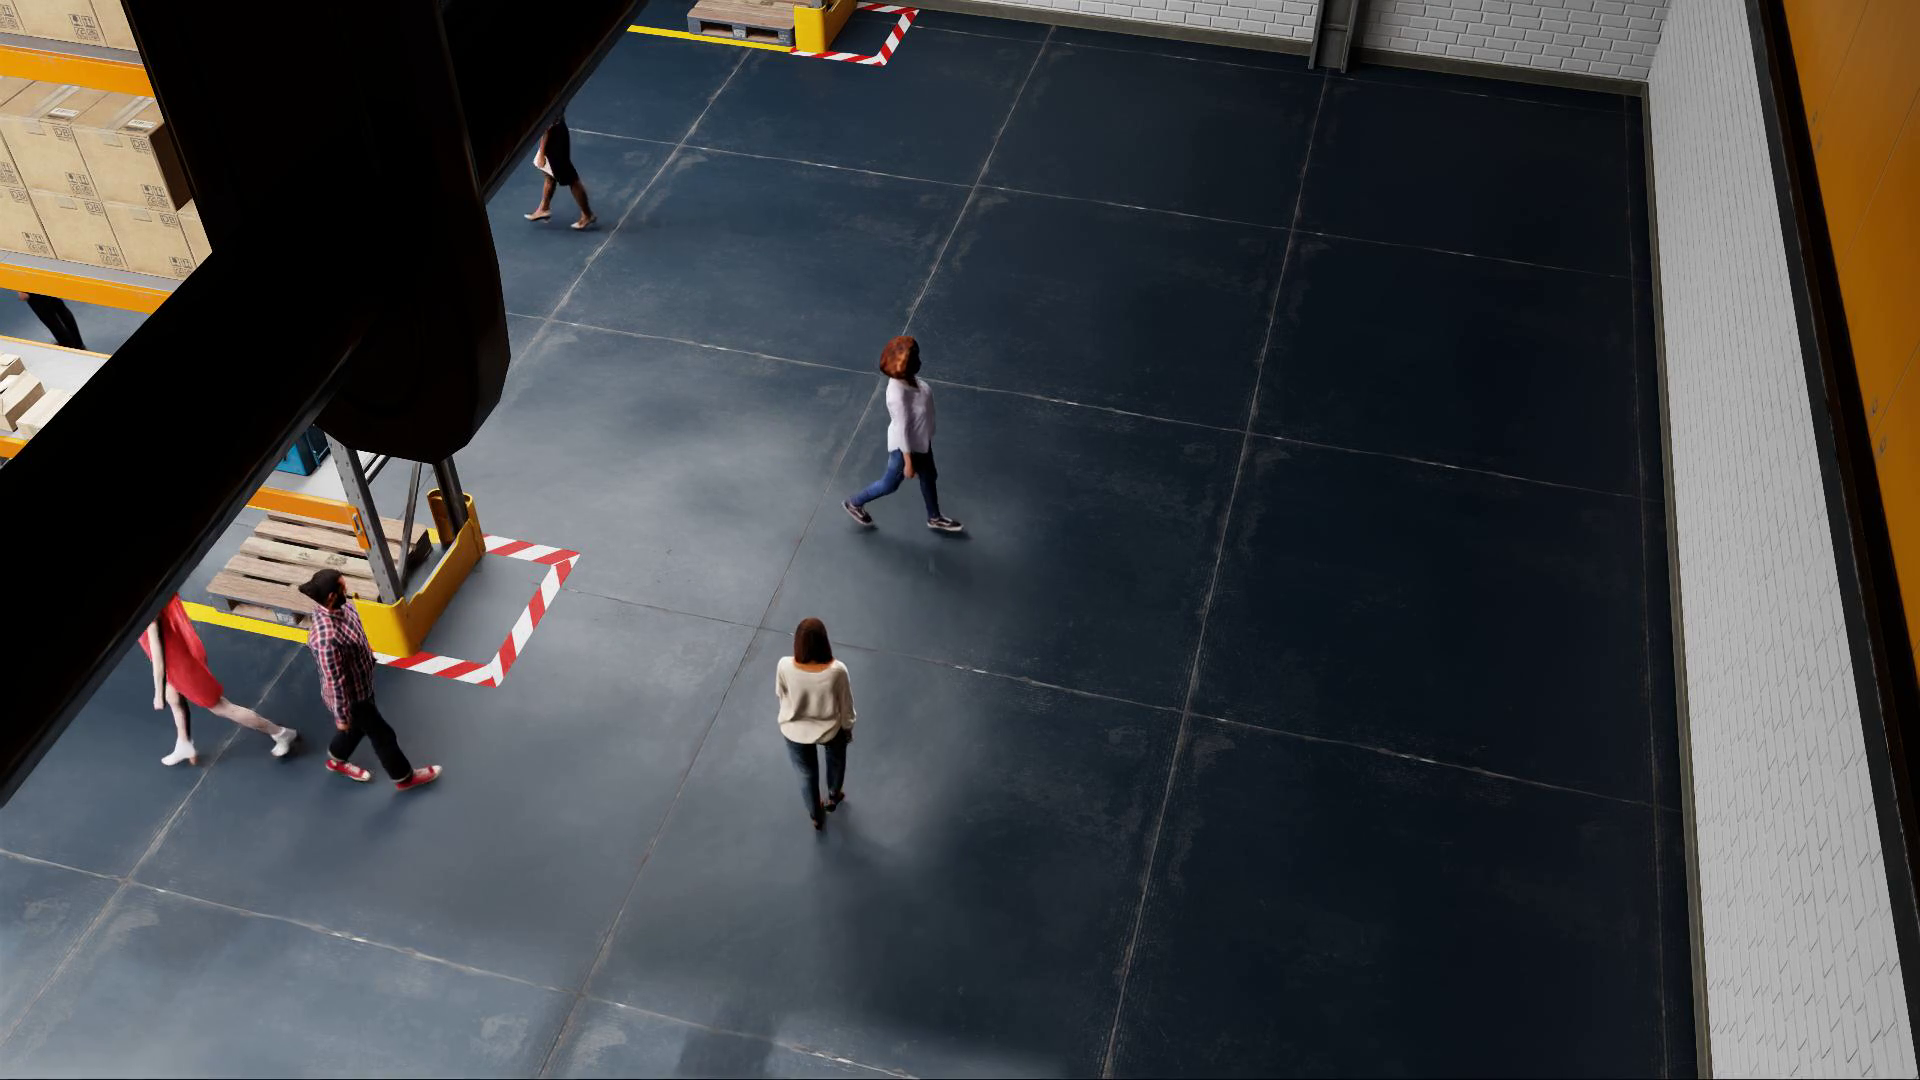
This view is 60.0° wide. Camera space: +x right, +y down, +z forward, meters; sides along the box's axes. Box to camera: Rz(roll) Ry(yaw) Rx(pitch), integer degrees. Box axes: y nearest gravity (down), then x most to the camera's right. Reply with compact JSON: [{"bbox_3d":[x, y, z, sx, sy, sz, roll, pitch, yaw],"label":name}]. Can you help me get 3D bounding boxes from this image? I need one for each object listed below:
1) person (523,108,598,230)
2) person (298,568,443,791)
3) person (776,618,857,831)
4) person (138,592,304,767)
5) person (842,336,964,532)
[{"bbox_3d":[-3.464,-3.485,14.677,1.009,1.733,0.838,-3,44,-3],"label":"person"},{"bbox_3d":[-3.767,0.887,10.089,1.115,1.731,1.007,-7,44,-7],"label":"person"},{"bbox_3d":[-0.866,1.164,9.842,0.630,1.670,0.760,0,44,0],"label":"person"},{"bbox_3d":[-4.611,0.794,10.147,1.206,1.785,0.971,-10,44,-10],"label":"person"},{"bbox_3d":[-0.470,-0.712,11.801,1.097,1.685,0.625,10,45,11],"label":"person"}]
